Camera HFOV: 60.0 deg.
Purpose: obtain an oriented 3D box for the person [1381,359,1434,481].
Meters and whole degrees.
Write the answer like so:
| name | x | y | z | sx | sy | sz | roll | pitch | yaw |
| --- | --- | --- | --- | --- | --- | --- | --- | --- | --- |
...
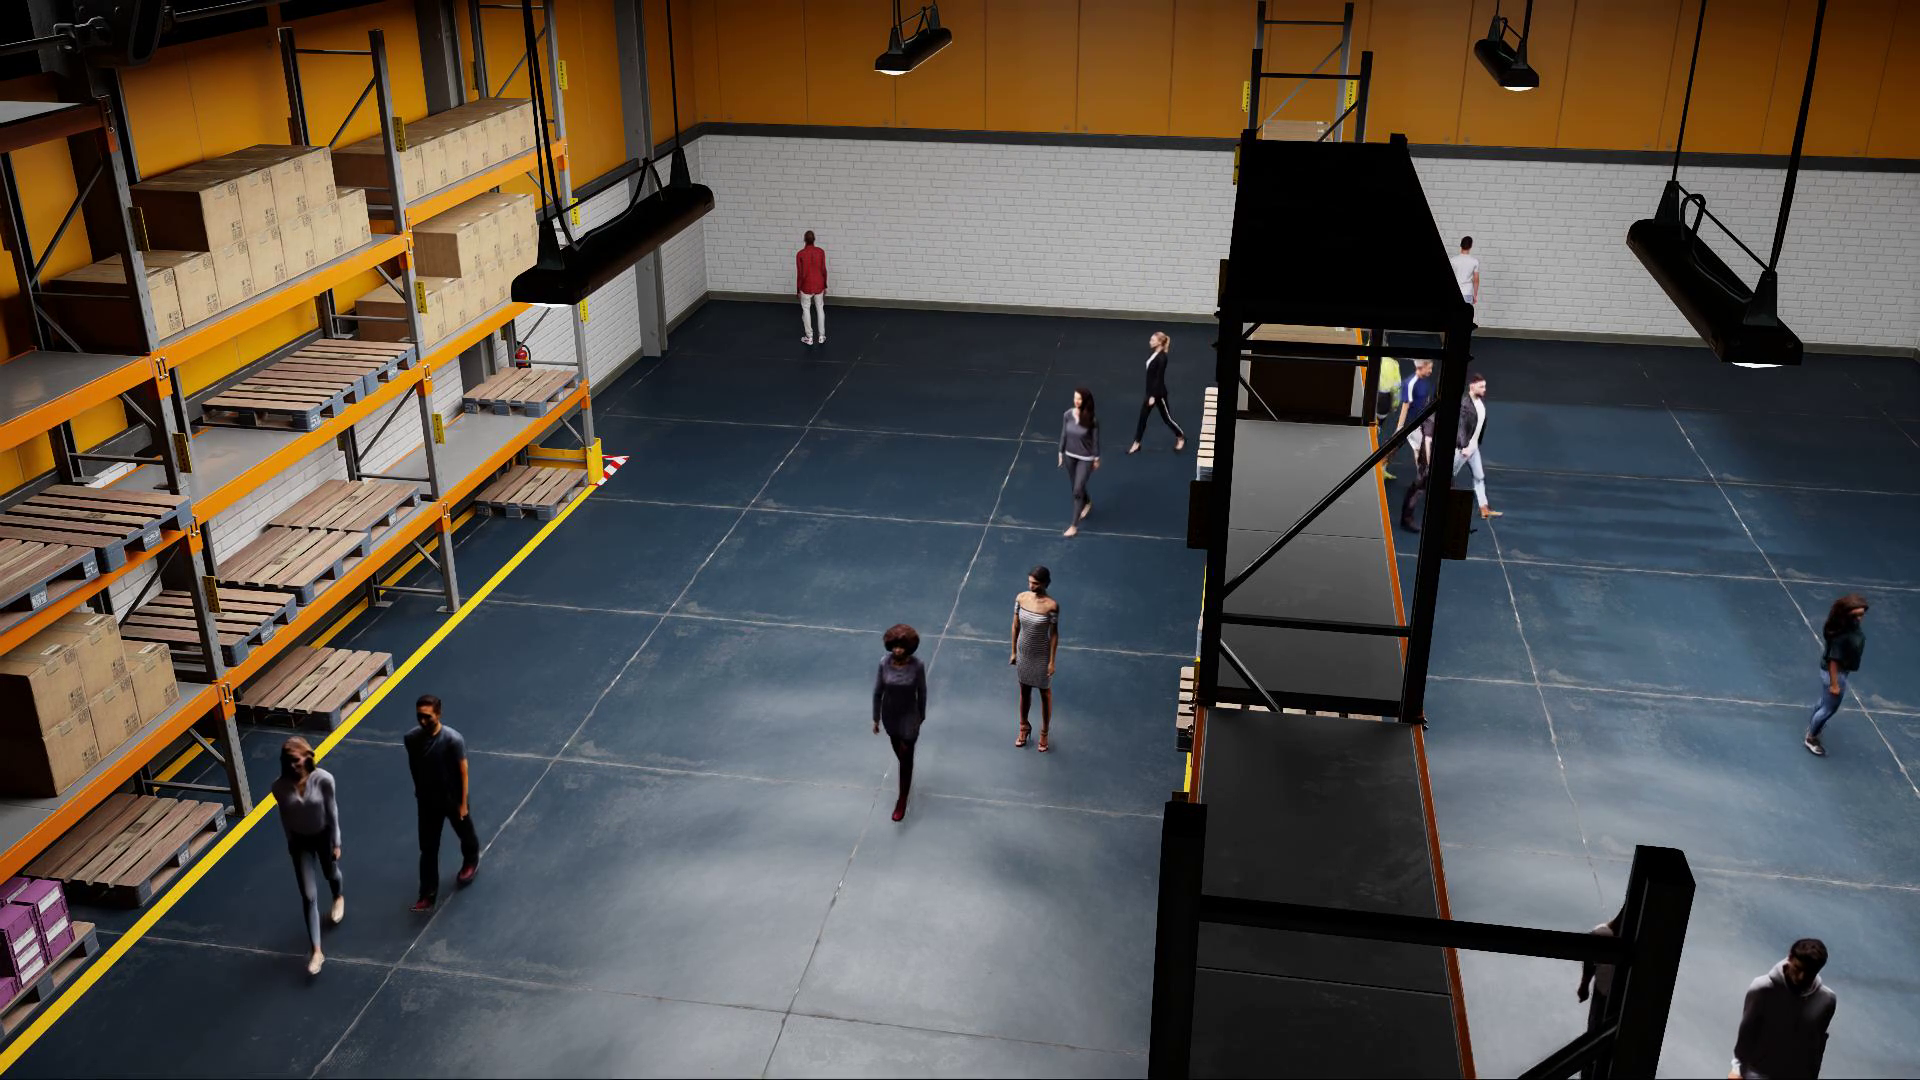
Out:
| name | x | y | z | sx | sy | sz | roll | pitch | yaw |
| --- | --- | --- | --- | --- | --- | --- | --- | --- | --- |
| person | 5.555 | -1.483 | 20.744 | 1.040 | 1.778 | 1.183 | 12 | 26 | 26 |

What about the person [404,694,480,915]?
| name | x | y | z | sx | sy | sz | roll | pitch | yaw |
| --- | --- | --- | --- | --- | --- | --- | --- | --- | --- |
| person | -3.956 | 1.949 | 12.906 | 0.687 | 1.767 | 1.116 | 4 | 24 | 9 |

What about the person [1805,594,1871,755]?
| name | x | y | z | sx | sy | sz | roll | pitch | yaw |
| --- | --- | --- | --- | --- | --- | --- | --- | --- | --- |
| person | 7.851 | 1.162 | 14.927 | 0.924 | 1.591 | 0.732 | 11 | 26 | 24 |

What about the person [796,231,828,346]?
| name | x | y | z | sx | sy | sz | roll | pitch | yaw |
| --- | --- | --- | --- | --- | --- | --- | --- | --- | --- |
| person | -2.363 | -4.047 | 26.559 | 0.753 | 1.818 | 0.757 | -8 | 25 | -18 |

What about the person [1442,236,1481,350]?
| name | x | y | z | sx | sy | sz | roll | pitch | yaw |
| --- | --- | --- | --- | --- | --- | --- | --- | --- | --- |
| person | 7.840 | -3.835 | 26.032 | 0.664 | 1.852 | 0.566 | 7 | 24 | 15 |

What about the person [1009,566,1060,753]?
| name | x | y | z | sx | sy | sz | roll | pitch | yaw |
| --- | --- | --- | --- | --- | --- | --- | --- | --- | --- |
| person | 0.680 | 1.047 | 14.899 | 0.660 | 1.824 | 0.636 | 12 | 26 | 25 |

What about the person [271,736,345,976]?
| name | x | y | z | sx | sy | sz | roll | pitch | yaw |
| --- | --- | --- | --- | --- | --- | --- | --- | --- | --- |
| person | -4.752 | 2.209 | 12.334 | 0.892 | 1.749 | 1.245 | -5 | 24 | -10 |

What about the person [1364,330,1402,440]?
| name | x | y | z | sx | sy | sz | roll | pitch | yaw |
| --- | --- | --- | --- | --- | --- | --- | --- | --- | --- |
| person | 5.251 | -1.804 | 21.257 | 0.938 | 1.955 | 1.122 | -2 | 24 | -4 |

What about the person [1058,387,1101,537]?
| name | x | y | z | sx | sy | sz | roll | pitch | yaw |
| --- | --- | --- | --- | --- | --- | --- | --- | --- | --- |
| person | 1.448 | -0.977 | 19.650 | 0.918 | 1.727 | 1.214 | 14 | 27 | 29 |

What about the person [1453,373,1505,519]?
| name | x | y | z | sx | sy | sz | roll | pitch | yaw |
| --- | --- | --- | --- | --- | --- | --- | --- | --- | --- |
| person | 5.971 | -1.133 | 19.915 | 1.154 | 1.801 | 1.138 | -21 | 31 | -40 |

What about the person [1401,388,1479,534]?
| name | x | y | z | sx | sy | sz | roll | pitch | yaw |
| --- | --- | --- | --- | --- | --- | --- | --- | --- | --- |
| person | 5.457 | -0.922 | 19.425 | 1.222 | 1.806 | 1.218 | -21 | 31 | -39 |

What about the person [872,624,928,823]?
| name | x | y | z | sx | sy | sz | roll | pitch | yaw |
| --- | --- | --- | --- | --- | --- | --- | --- | --- | --- |
| person | -0.494 | 1.467 | 14.133 | 0.575 | 1.667 | 1.077 | 4 | 24 | 9 |

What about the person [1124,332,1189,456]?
| name | x | y | z | sx | sy | sz | roll | pitch | yaw |
| --- | --- | --- | --- | --- | --- | --- | --- | --- | --- |
| person | 2.676 | -1.876 | 21.789 | 0.986 | 1.660 | 1.131 | -6 | 24 | -13 |

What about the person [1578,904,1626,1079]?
| name | x | y | z | sx | sy | sz | roll | pitch | yaw |
| --- | --- | --- | --- | --- | --- | --- | --- | --- | --- |
| person | 4.291 | 2.936 | 10.811 | 0.679 | 1.637 | 1.009 | 3 | 24 | 8 |

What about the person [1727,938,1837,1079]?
| name | x | y | z | sx | sy | sz | roll | pitch | yaw |
| --- | --- | --- | --- | --- | --- | --- | --- | --- | --- |
| person | 4.857 | 3.149 | 9.960 | 0.694 | 1.928 | 0.611 | 2 | 24 | 5 |
